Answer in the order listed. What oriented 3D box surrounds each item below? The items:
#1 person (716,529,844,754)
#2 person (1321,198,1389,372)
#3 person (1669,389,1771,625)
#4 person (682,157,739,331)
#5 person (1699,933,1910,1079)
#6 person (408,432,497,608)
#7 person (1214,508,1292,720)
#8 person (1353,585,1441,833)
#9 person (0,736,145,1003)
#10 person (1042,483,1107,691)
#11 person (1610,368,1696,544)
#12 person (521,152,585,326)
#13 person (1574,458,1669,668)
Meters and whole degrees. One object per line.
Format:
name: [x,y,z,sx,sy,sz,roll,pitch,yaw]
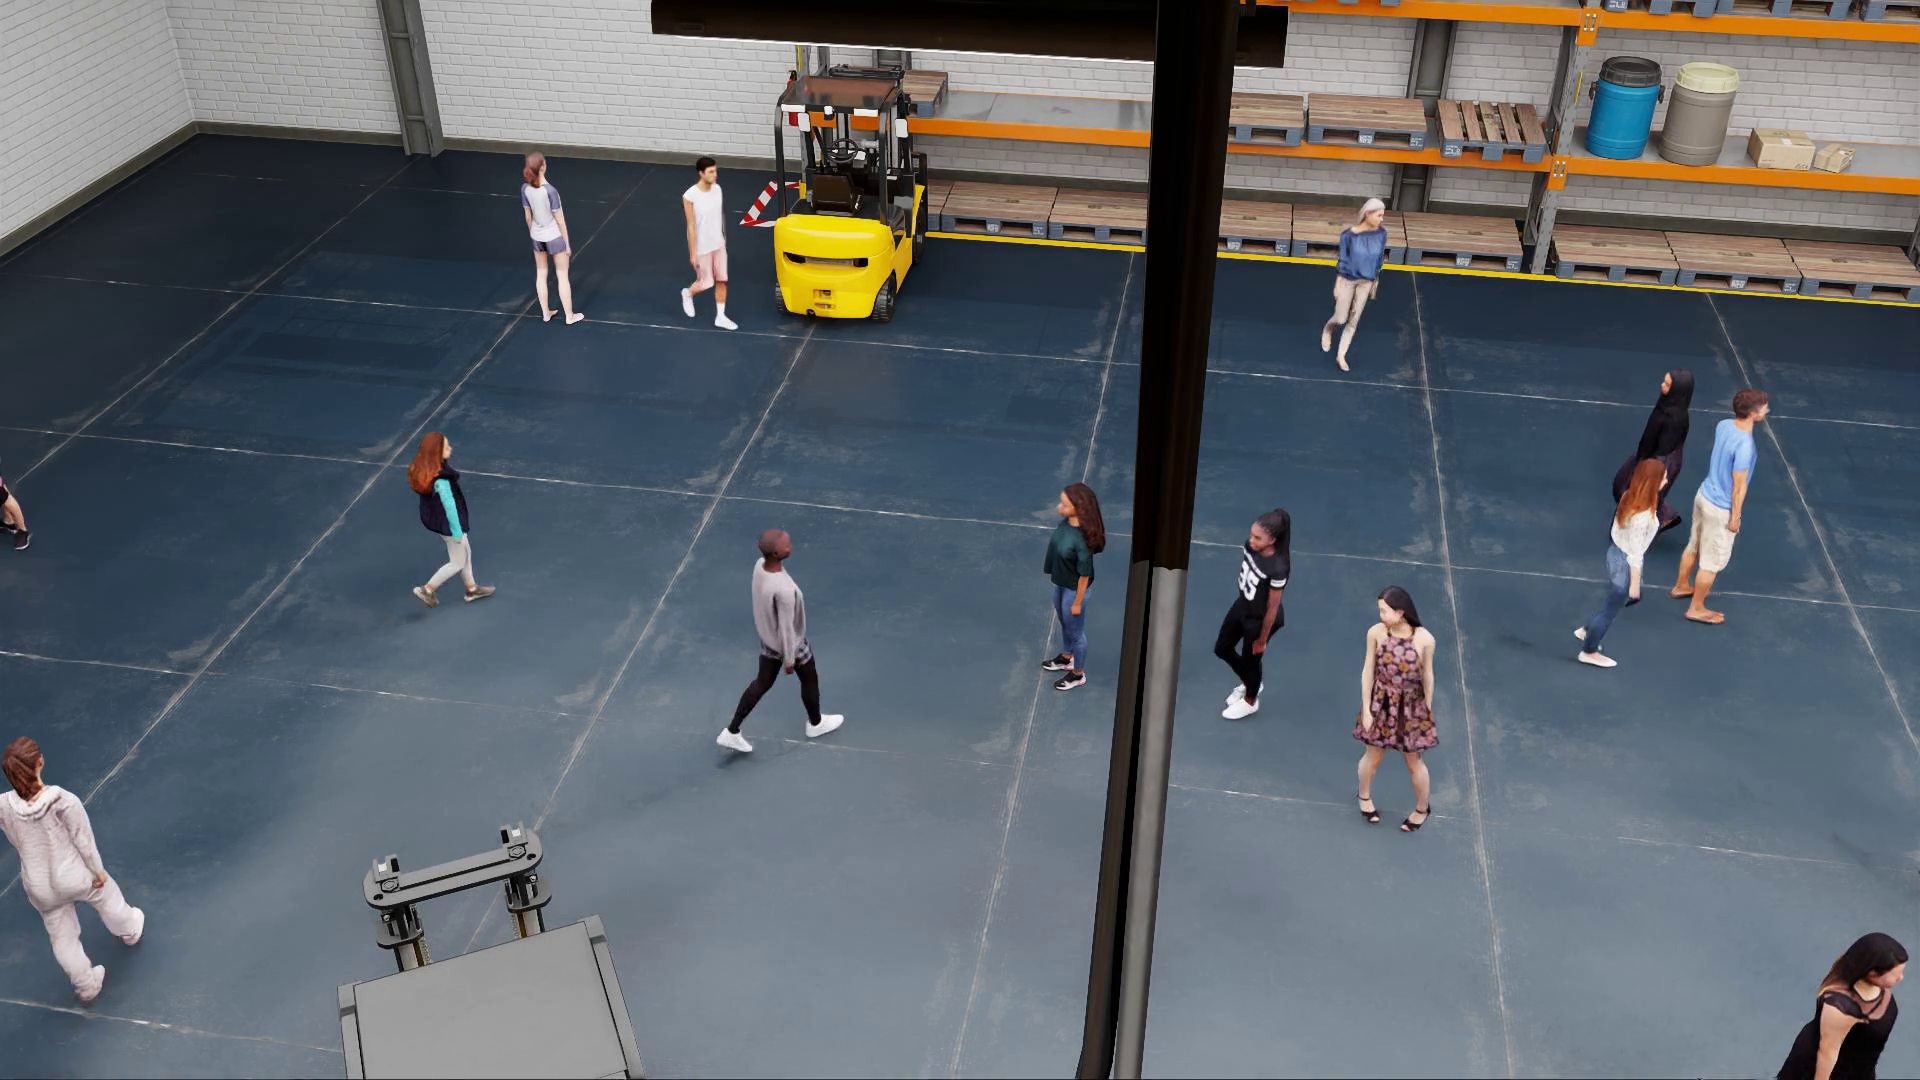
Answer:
person: [-1.256,0.681,10.890,1.170,1.747,1.106,-21,39,-28]
person: [3.683,-2.438,15.643,0.797,1.679,0.818,-4,34,-6]
person: [5.577,-0.279,12.229,0.634,1.864,0.690,0,34,1]
person: [-2.523,-2.903,16.262,1.035,1.769,0.923,28,42,35]
person: [4.175,2.524,8.165,1.091,1.693,0.937,24,41,32]
person: [-3.859,-0.127,12.339,0.926,1.487,0.832,-17,37,-23]
person: [2.061,0.516,11.162,0.807,1.721,0.764,-12,35,-17]
person: [2.646,1.030,10.373,0.632,1.738,0.818,2,34,2]
person: [-4.979,1.886,9.154,0.913,1.662,0.878,-7,34,-10]
person: [0.783,0.310,11.566,0.730,1.617,0.701,-9,35,-14]
person: [5.514,-0.609,12.957,0.781,1.607,0.574,6,34,9]
person: [-4.056,-2.970,16.362,0.551,1.770,0.663,10,35,15]
person: [4.584,0.159,11.702,0.643,1.718,0.621,9,35,13]
